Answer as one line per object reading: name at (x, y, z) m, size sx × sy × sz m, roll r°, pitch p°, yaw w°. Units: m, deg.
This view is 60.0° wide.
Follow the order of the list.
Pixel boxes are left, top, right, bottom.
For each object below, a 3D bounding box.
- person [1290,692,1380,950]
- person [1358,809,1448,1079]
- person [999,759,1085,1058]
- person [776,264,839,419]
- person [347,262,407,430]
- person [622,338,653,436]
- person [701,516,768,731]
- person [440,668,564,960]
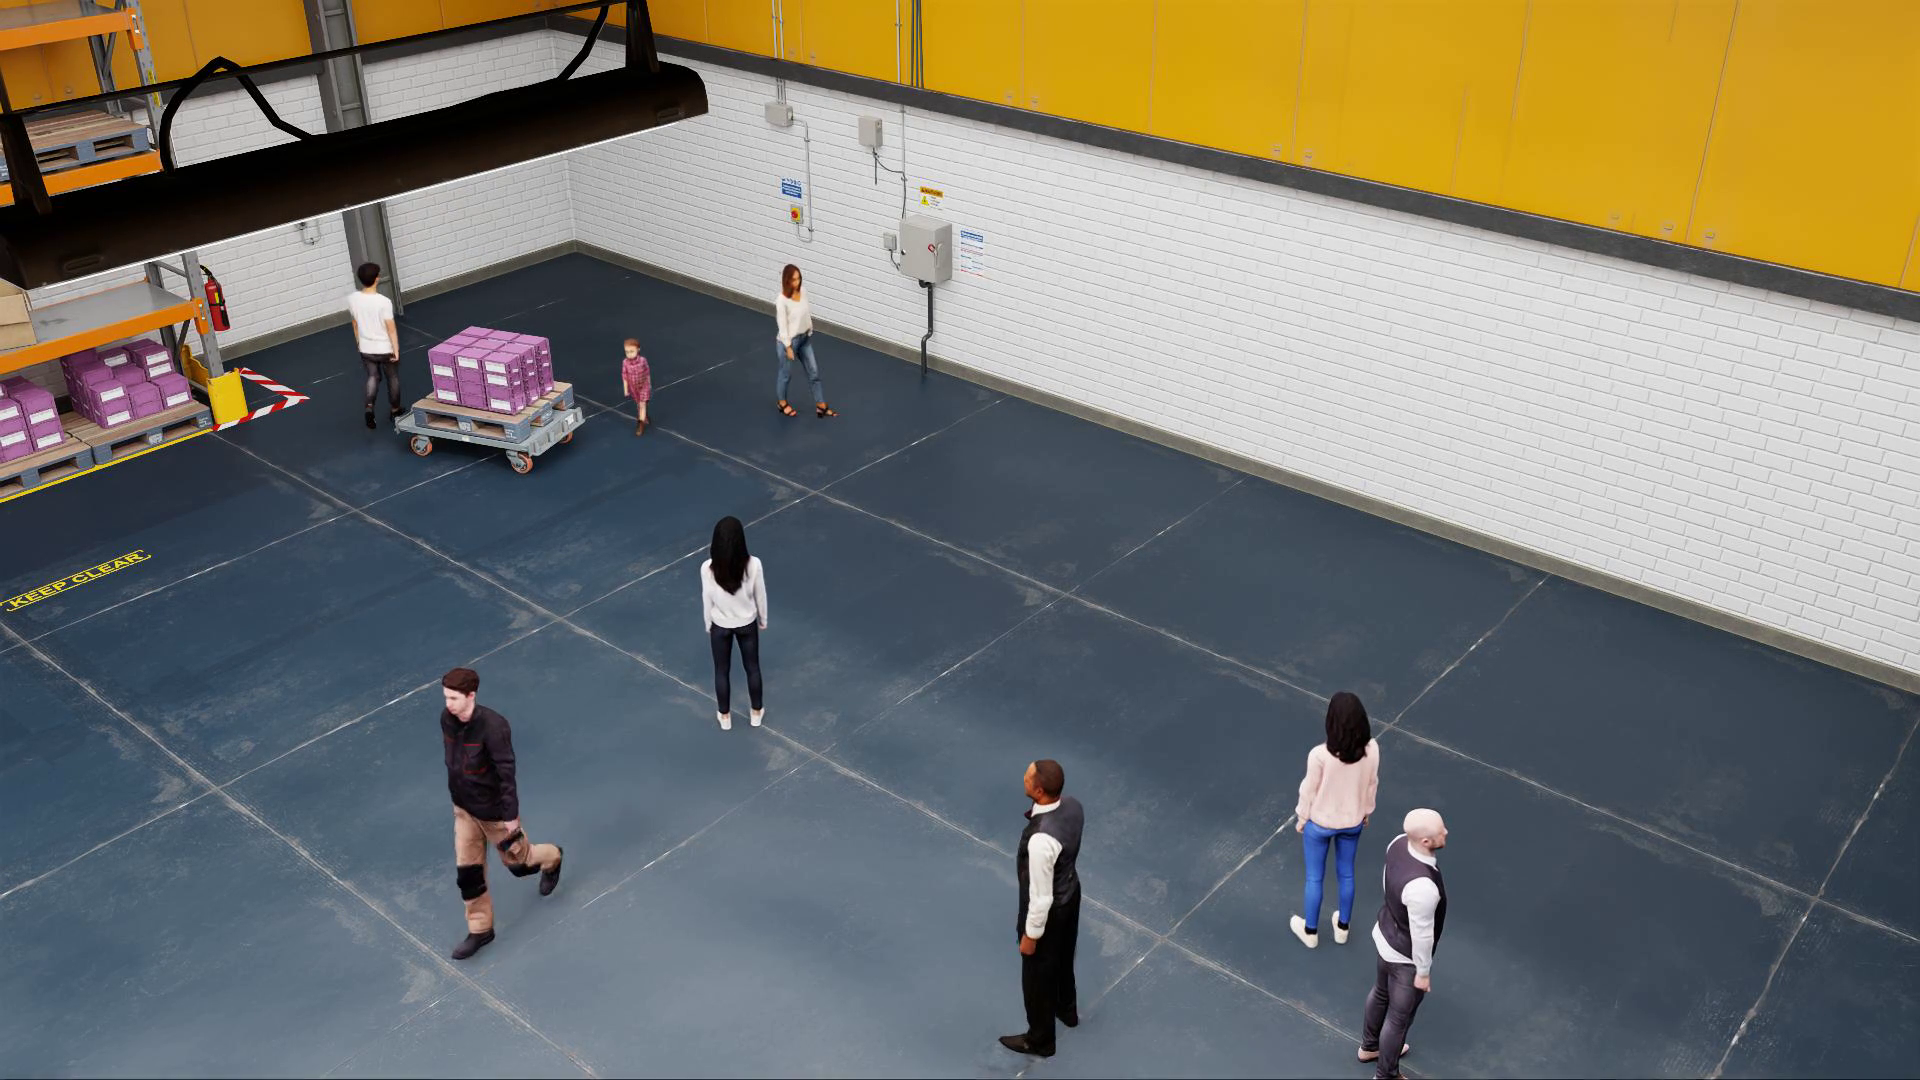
person at (2.239, 1.686, 9.943) m, size 0.707 × 1.767 × 0.785 m, roll -4°, pitch 29°, yaw -8°
person at (2.396, 2.195, 8.951) m, size 0.833 × 1.824 × 0.774 m, roll -2°, pitch 29°, yaw -4°
person at (0.485, 2.018, 9.176) m, size 0.829 × 1.919 × 0.649 m, roll 12°, pitch 31°, yaw 20°
person at (-1.751, -2.012, 16.839) m, size 0.724 × 1.655 × 0.876 m, roll 19°, pitch 34°, yaw 31°
person at (-5.861, -1.917, 16.608) m, size 0.913 × 1.710 × 1.035 m, roll 4°, pitch 29°, yaw 7°
person at (-3.218, -1.582, 16.740) m, size 0.718 × 0.995 × 0.808 m, roll -2°, pitch 29°, yaw -3°
person at (-1.631, 0.600, 12.004) m, size 0.670 × 1.700 × 0.758 m, roll -7°, pitch 29°, yaw -13°
person at (-2.788, 1.564, 10.025) m, size 0.903 × 1.903 × 1.236 m, roll 12°, pitch 31°, yaw 22°
